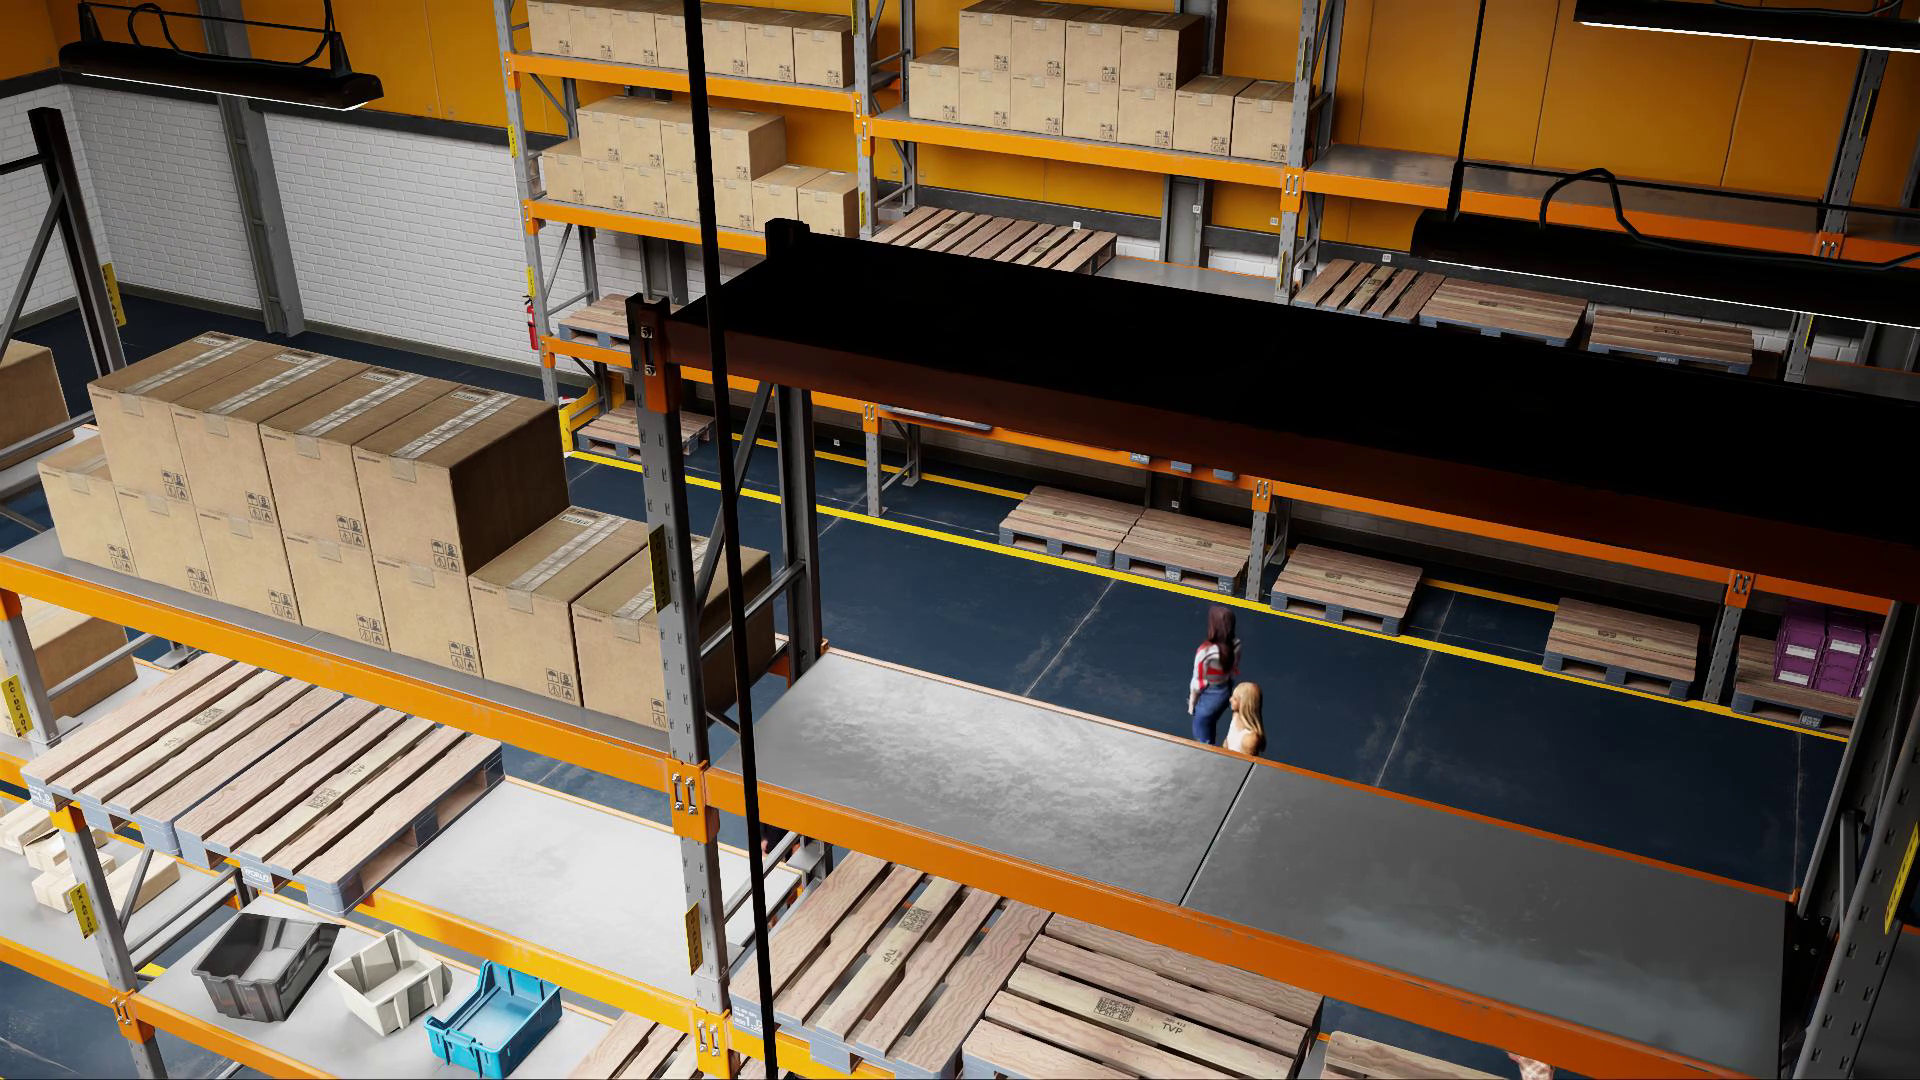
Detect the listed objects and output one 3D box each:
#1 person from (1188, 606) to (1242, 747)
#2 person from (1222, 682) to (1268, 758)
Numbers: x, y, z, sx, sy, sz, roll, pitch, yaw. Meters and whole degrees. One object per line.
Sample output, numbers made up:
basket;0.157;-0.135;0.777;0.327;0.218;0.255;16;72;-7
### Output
person;1.966;1.234;12.681;0.874;1.598;1.005;-18;33;-29
person;2.057;1.775;11.518;1.279;1.763;0.943;2;29;4
